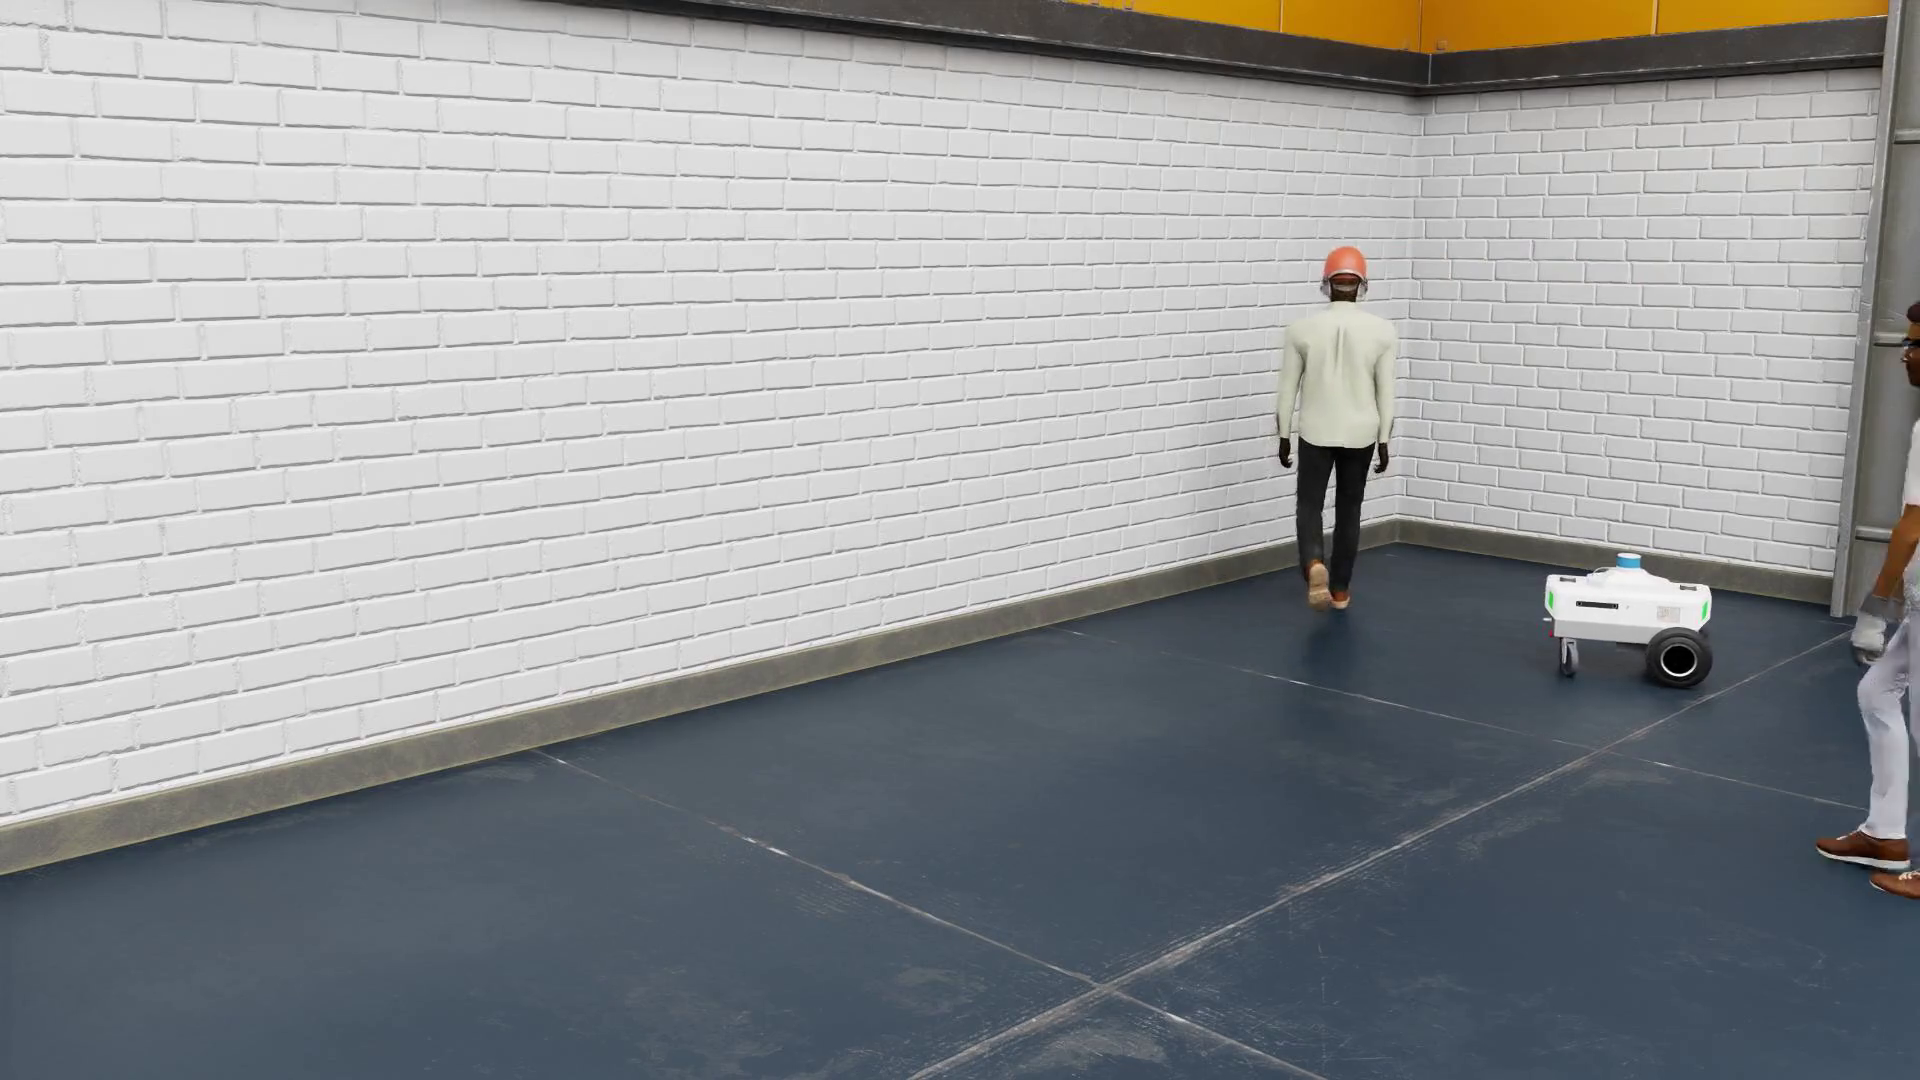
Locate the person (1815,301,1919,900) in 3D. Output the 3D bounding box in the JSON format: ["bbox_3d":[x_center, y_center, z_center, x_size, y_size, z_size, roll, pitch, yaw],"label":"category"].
[{"bbox_3d":[2.893,0.187,5.092,0.560,1.837,0.688,-9,14,-41],"label":"person"}]

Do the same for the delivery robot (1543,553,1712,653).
[{"bbox_3d":[3.073,0.305,7.682,0.707,0.478,0.477,4,11,21],"label":"delivery robot"}]

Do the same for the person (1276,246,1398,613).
[{"bbox_3d":[1.992,-0.565,8.824,0.621,1.972,0.770,2,11,11],"label":"person"}]
